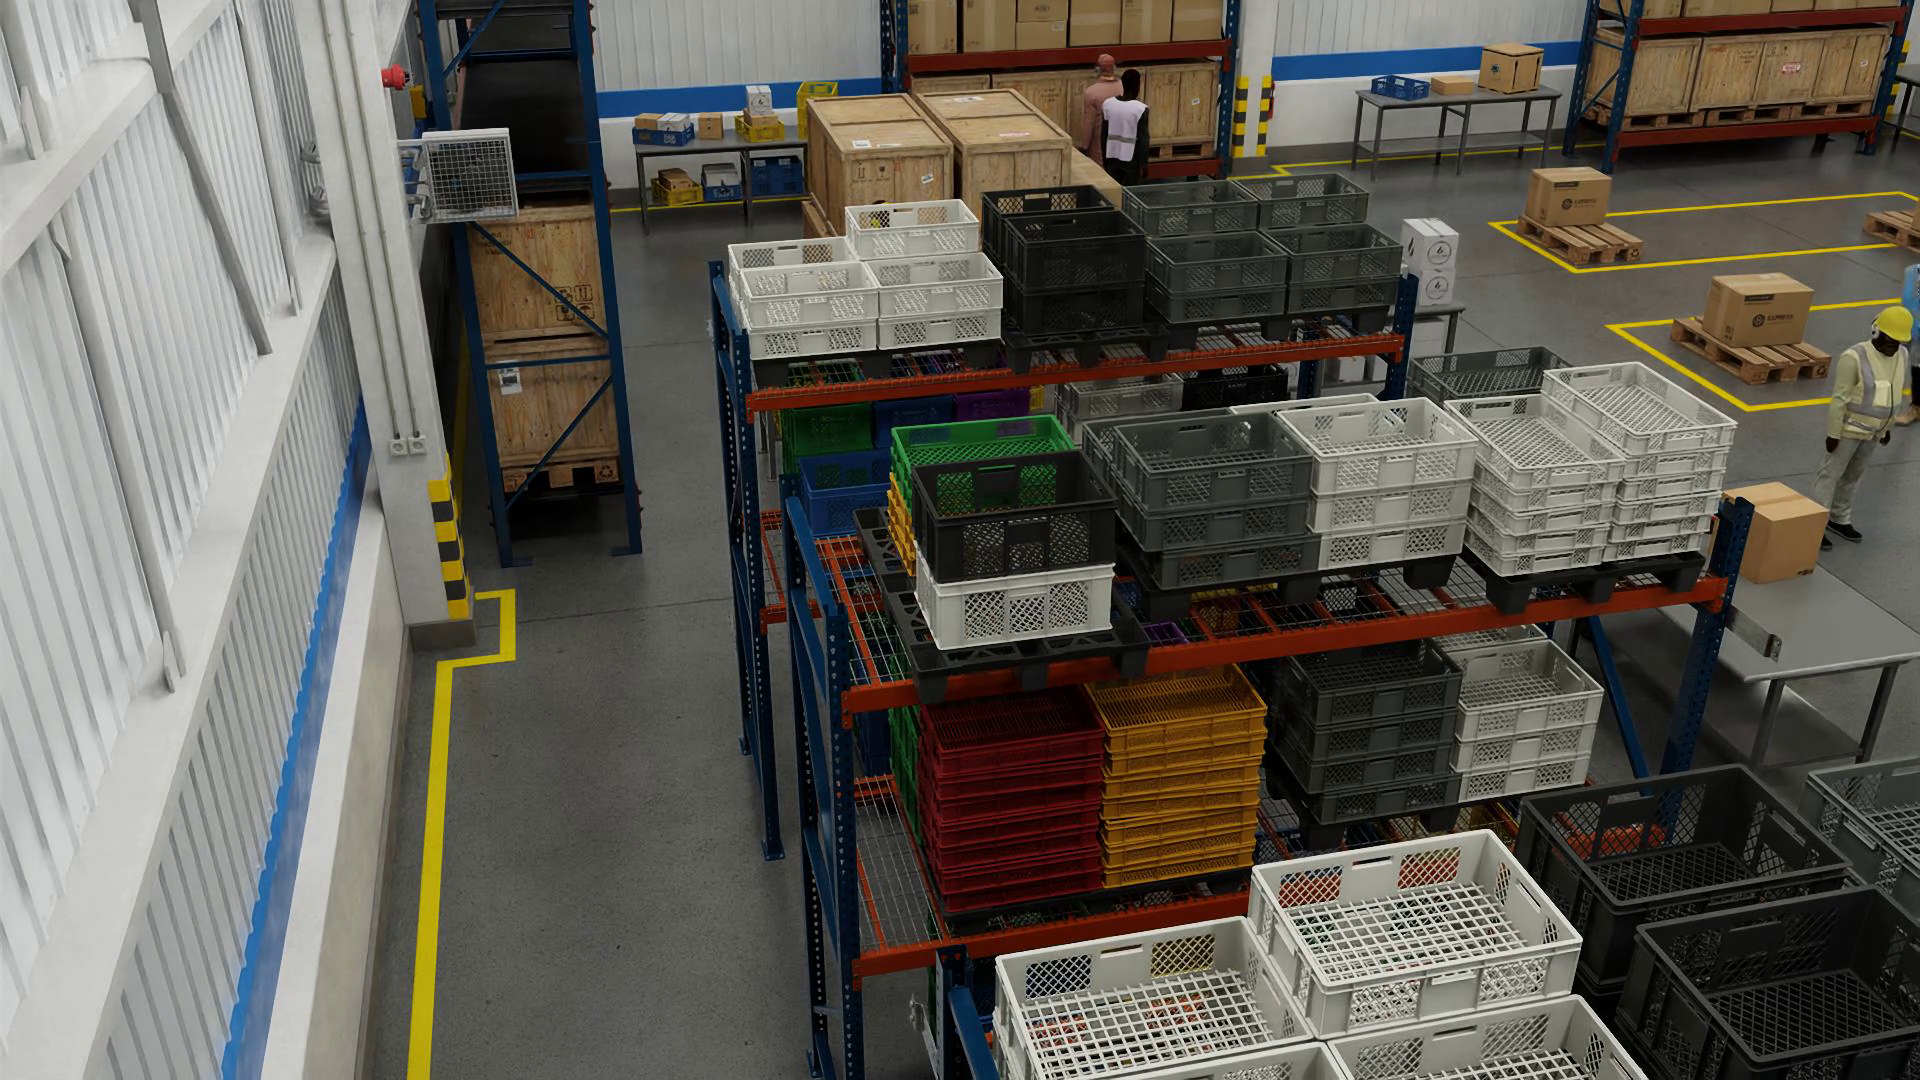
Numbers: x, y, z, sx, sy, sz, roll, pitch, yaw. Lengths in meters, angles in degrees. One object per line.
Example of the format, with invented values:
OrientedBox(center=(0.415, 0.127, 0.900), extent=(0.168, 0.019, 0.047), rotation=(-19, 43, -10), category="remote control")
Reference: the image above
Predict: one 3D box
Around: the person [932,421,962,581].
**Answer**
OrientedBox(center=(-0.130, -0.147, 10.581), extent=(0.356, 1.883, 0.574), rotation=(-13, 31, -23), category="person")

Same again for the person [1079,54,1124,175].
OrientedBox(center=(1.624, -4.541, 18.896), extent=(0.652, 1.902, 0.404), rotation=(-15, 31, -27), category="person")

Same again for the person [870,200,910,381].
OrientedBox(center=(-0.627, -1.943, 13.996), extent=(0.526, 1.876, 0.324), rotation=(-14, 31, -24), category="person")

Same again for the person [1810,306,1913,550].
OrientedBox(center=(6.452, -0.811, 11.903), extent=(0.586, 1.823, 0.403), rotation=(-11, 30, -20), category="person")

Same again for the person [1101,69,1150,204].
OrientedBox(center=(1.793, -4.160, 18.157), extent=(0.597, 1.916, 0.372), rotation=(21, 34, 34), category="person")

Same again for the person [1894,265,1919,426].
OrientedBox(center=(7.935, -1.708, 13.760), extent=(0.565, 1.657, 0.549), rotation=(-11, 30, -20), category="person")
